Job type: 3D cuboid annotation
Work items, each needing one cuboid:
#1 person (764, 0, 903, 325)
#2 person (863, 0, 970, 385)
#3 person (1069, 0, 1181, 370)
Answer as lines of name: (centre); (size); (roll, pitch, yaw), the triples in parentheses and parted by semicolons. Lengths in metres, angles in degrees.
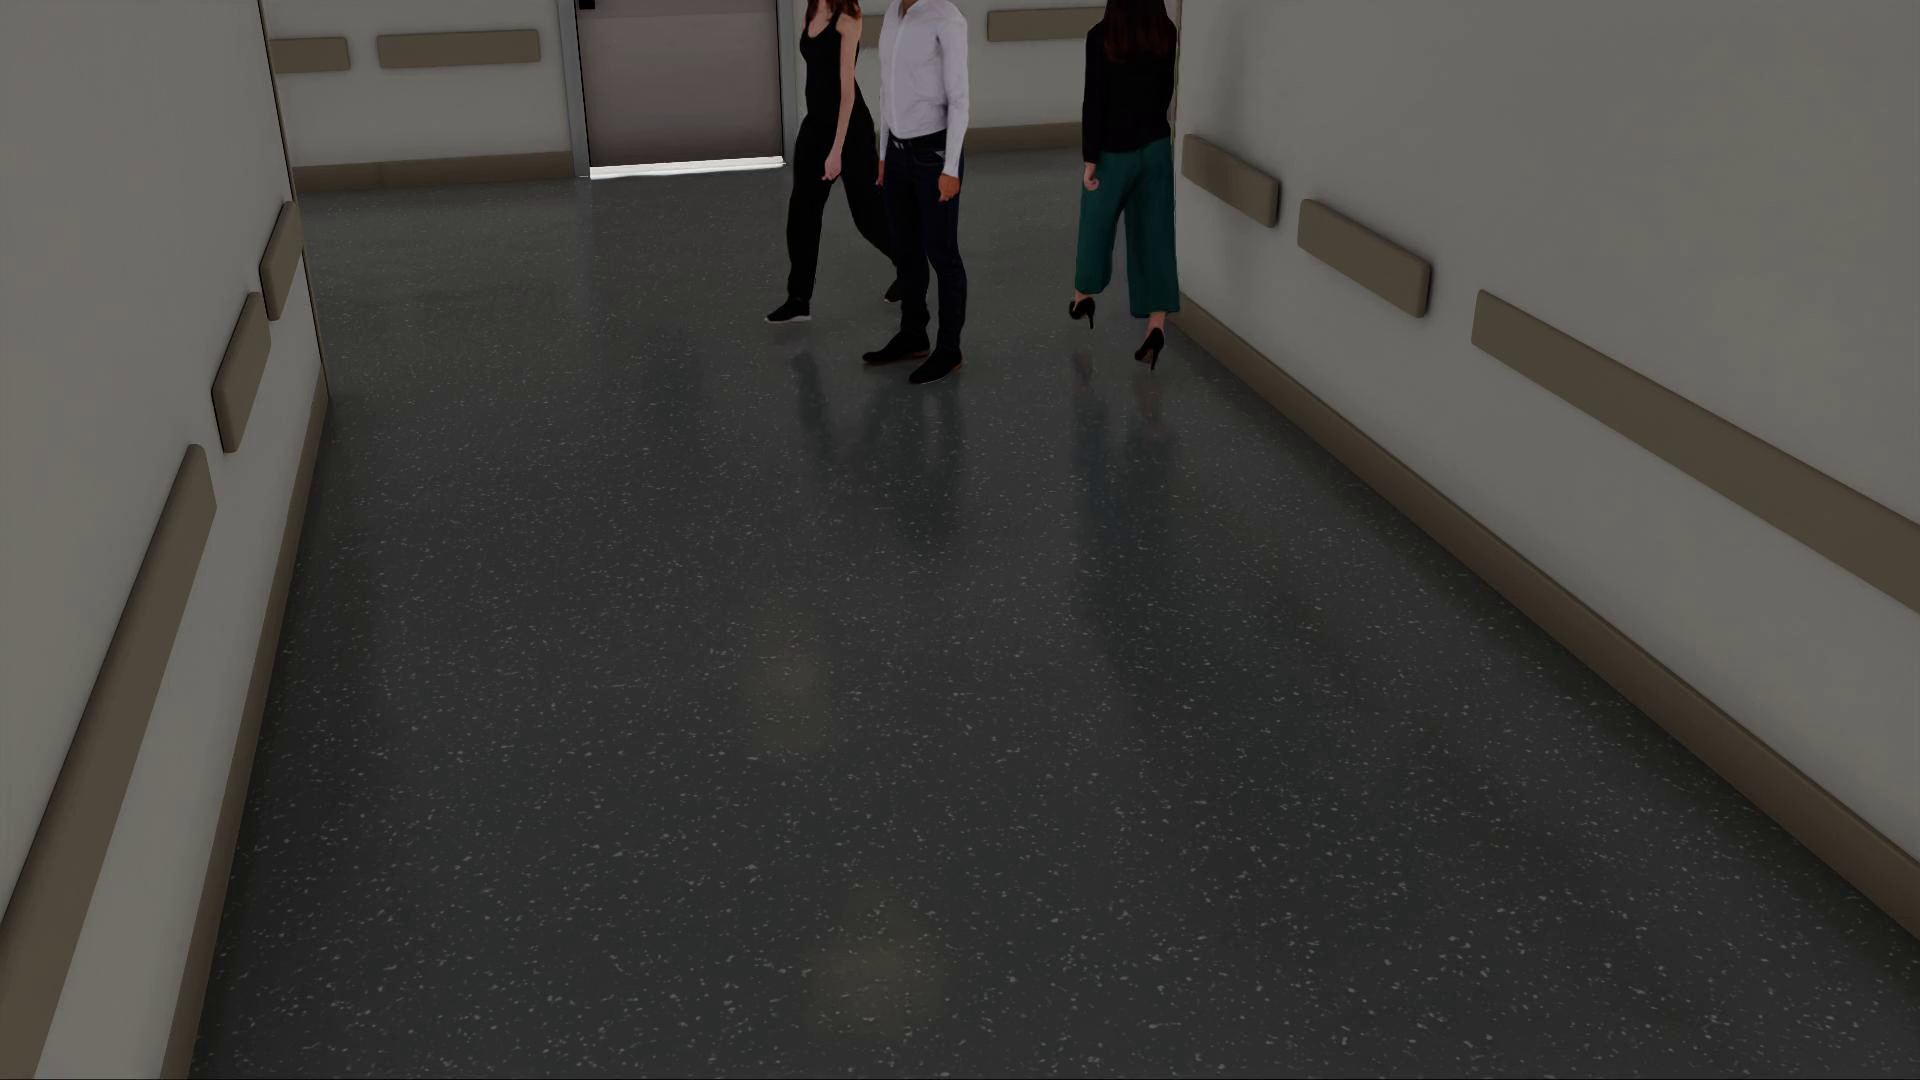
person: (-0.452, -1.829, 7.544); (0.974, 1.705, 1.200); (23, 34, 39)
person: (-0.147, -1.605, 6.892); (0.707, 1.869, 0.706); (-20, 32, -35)
person: (0.754, -1.540, 6.964); (1.004, 1.688, 0.665); (-6, 26, -13)
